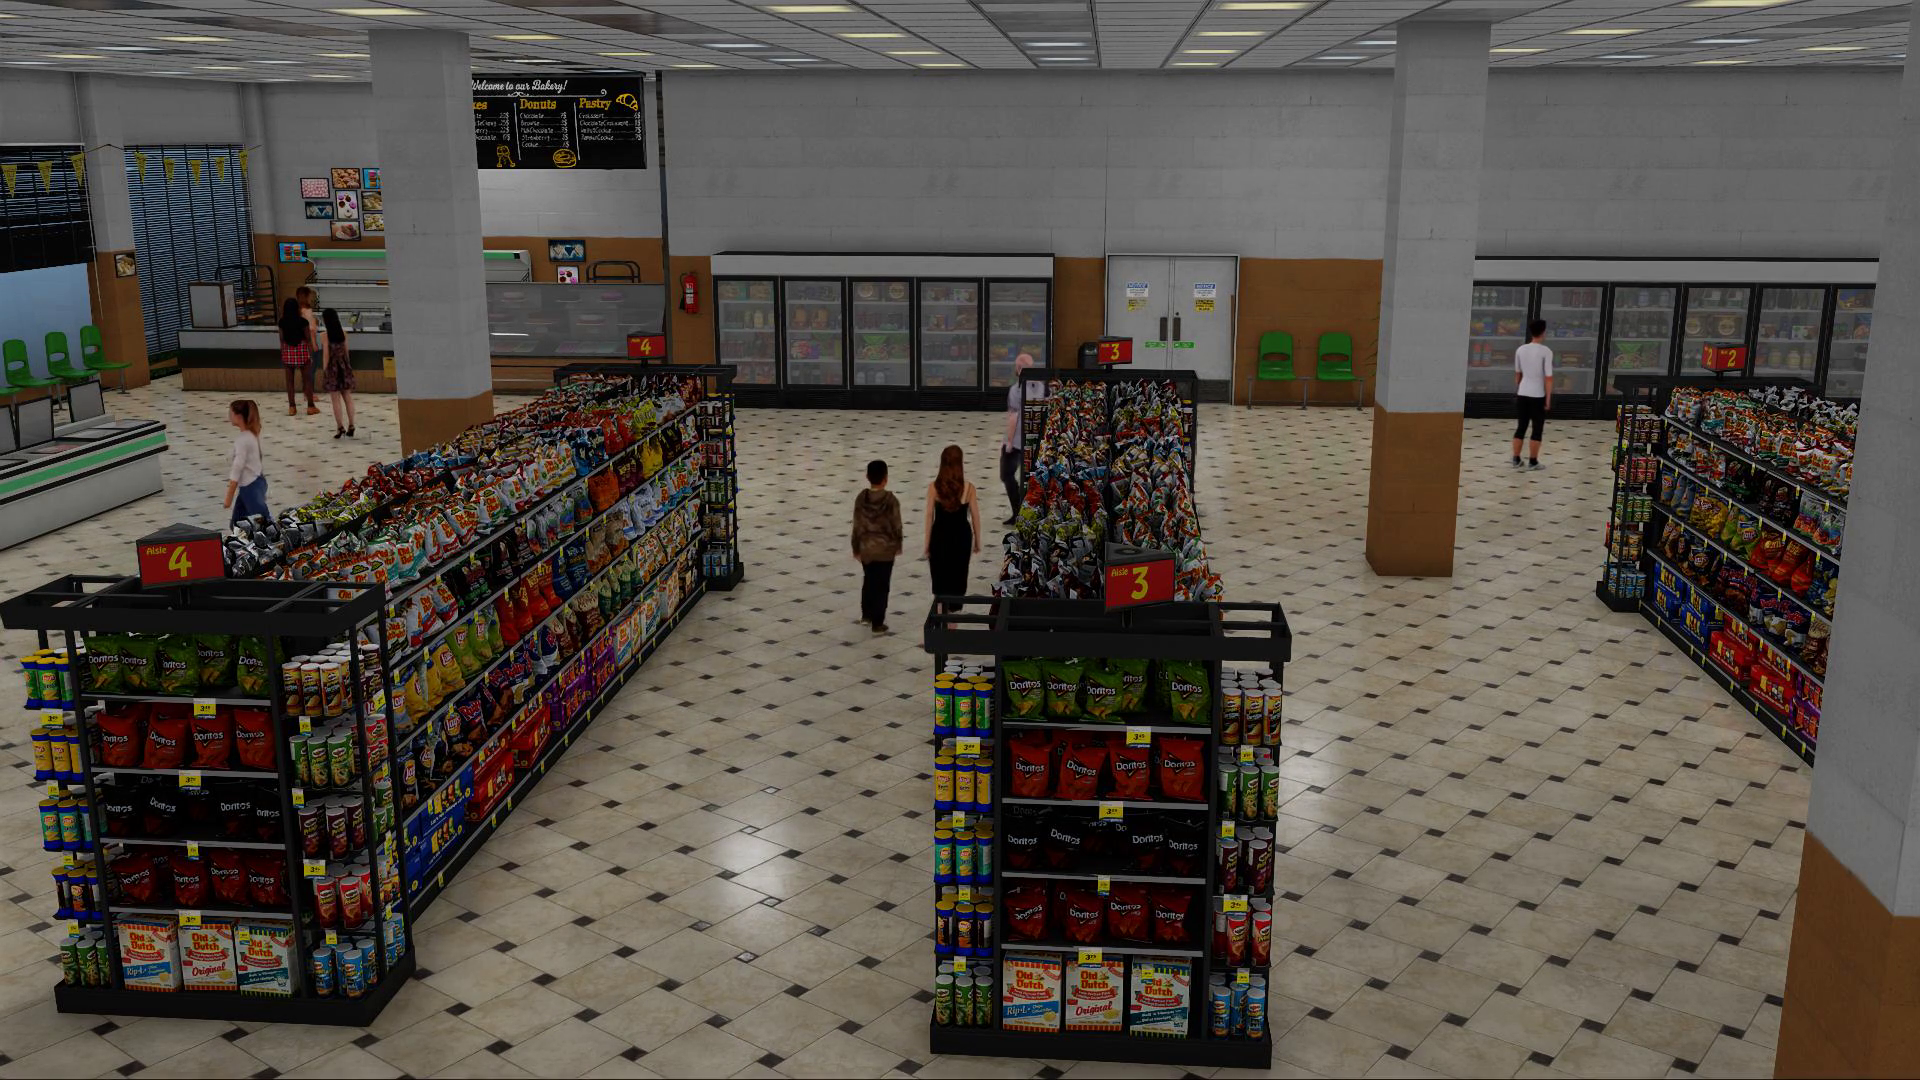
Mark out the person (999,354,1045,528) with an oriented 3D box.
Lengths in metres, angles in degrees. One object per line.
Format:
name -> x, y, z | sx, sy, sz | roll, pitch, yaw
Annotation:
person -> 0.664, -1.036, 17.425 | 0.852, 1.834, 0.752 | 12, 18, 40

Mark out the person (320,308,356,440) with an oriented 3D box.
person -> -8.483, -2.270, 22.638 | 0.848, 1.774, 0.763 | 9, 16, 32

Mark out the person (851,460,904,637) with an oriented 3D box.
person -> -0.704, 0.084, 13.631 | 0.660, 1.446, 0.715 | 6, 15, 22

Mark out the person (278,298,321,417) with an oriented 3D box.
person -> -9.802, -2.715, 24.572 | 0.665, 1.727, 0.667 | -2, 14, -8

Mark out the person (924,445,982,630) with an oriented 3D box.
person -> -0.081, 0.062, 13.383 | 0.603, 1.605, 0.750 | 1, 14, 4

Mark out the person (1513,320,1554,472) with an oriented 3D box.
person -> 7.034, -1.783, 20.476 | 0.805, 1.847, 0.739 | -10, 17, -37

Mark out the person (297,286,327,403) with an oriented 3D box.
person -> -10.137, -3.050, 25.821 | 0.717, 1.791, 0.670 | -13, 19, -42
